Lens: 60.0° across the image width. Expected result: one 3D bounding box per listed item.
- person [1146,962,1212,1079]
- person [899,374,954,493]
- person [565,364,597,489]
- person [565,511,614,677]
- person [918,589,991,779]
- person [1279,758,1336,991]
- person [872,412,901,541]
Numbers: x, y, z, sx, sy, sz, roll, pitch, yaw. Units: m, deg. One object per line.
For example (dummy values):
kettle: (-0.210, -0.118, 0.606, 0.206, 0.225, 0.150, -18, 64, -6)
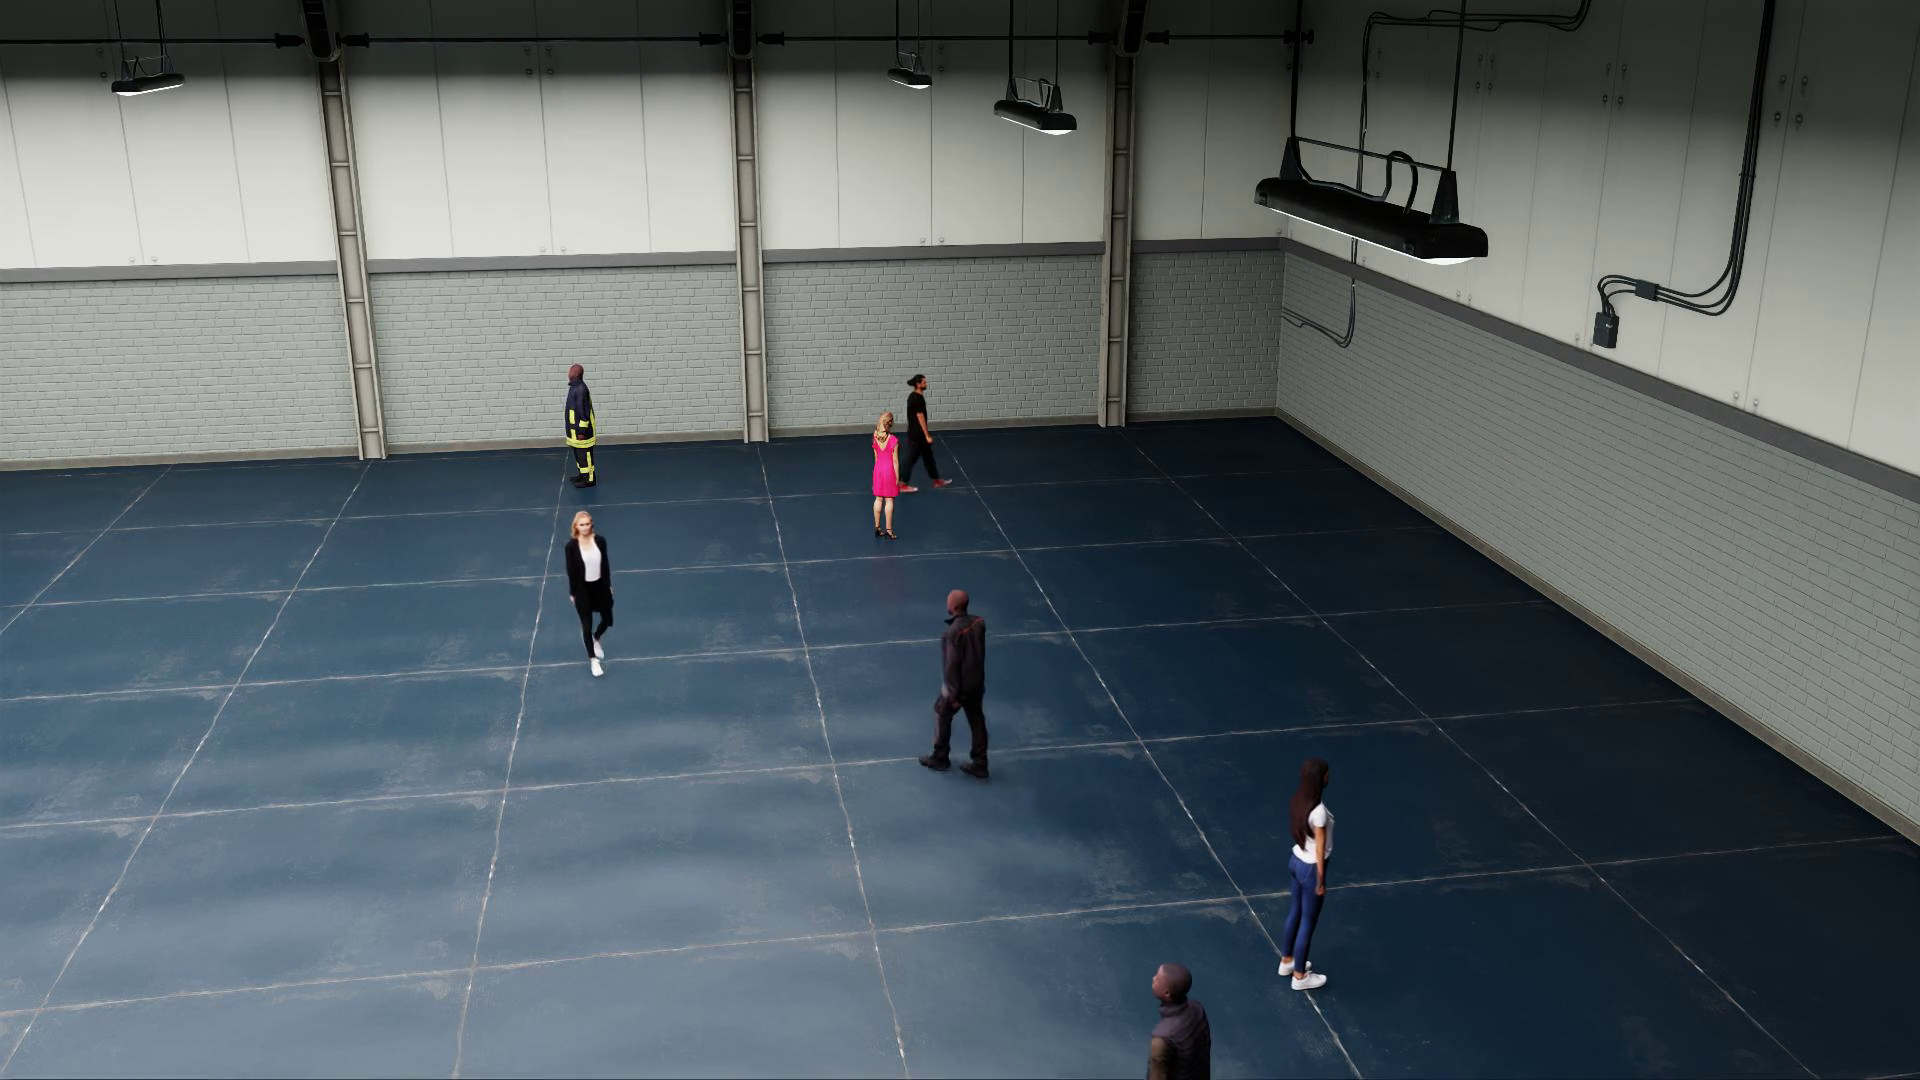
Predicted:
person: (1.283, 3.227, 9.346, 0.887, 1.822, 0.824, 13, 22, 34)
person: (-0.700, -1.513, 24.057, 1.068, 1.726, 0.734, 0, 18, 0)
person: (-5.579, -1.704, 24.485, 0.732, 1.823, 0.792, -7, 19, -20)
person: (-3.948, 0.535, 17.658, 0.815, 1.793, 0.842, -11, 21, -31)
person: (0.119, 1.339, 15.177, 1.058, 1.801, 1.022, 15, 24, 39)
person: (2.493, 2.396, 11.976, 0.517, 1.773, 0.577, -3, 18, -8)
person: (-0.998, -0.864, 22.061, 0.664, 1.726, 0.724, 12, 22, 33)
